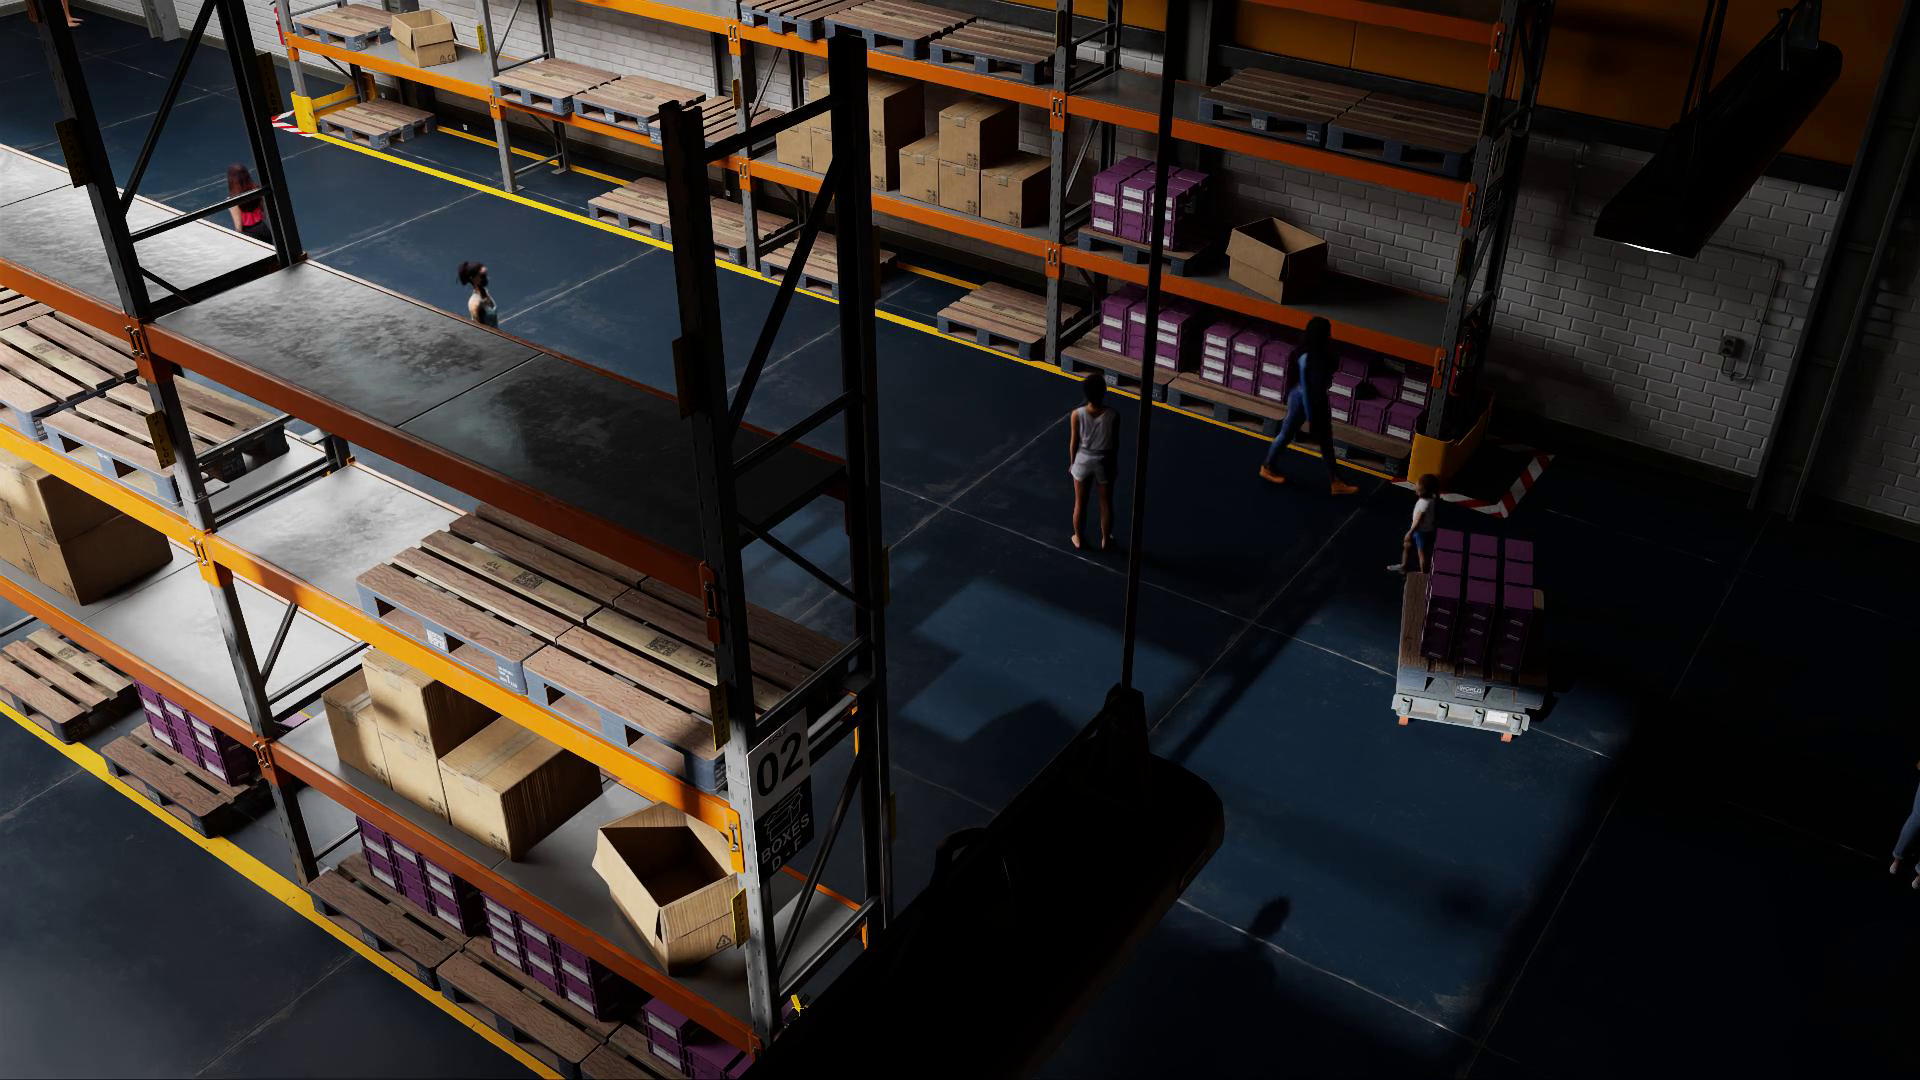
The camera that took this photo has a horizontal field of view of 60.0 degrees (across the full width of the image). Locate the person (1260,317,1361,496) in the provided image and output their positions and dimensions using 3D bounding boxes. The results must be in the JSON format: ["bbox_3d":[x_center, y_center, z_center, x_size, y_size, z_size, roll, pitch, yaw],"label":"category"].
[{"bbox_3d":[2.926,-1.163,14.473,1.134,1.668,0.626,21,39,28],"label":"person"}]

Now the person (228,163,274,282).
[{"bbox_3d":[-7.432,-3.182,17.519,0.559,1.658,0.615,15,36,21],"label":"person"}]

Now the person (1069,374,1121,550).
[{"bbox_3d":[1.108,-0.639,13.726,0.602,1.622,0.706,3,34,4],"label":"person"}]

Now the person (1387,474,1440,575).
[{"bbox_3d":[3.790,-0.083,13.445,0.610,1.008,0.521,6,34,9],"label":"person"}]

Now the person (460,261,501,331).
[{"bbox_3d":[-4.301,-1.721,15.226,0.714,1.763,0.675,-1,34,-2],"label":"person"}]
